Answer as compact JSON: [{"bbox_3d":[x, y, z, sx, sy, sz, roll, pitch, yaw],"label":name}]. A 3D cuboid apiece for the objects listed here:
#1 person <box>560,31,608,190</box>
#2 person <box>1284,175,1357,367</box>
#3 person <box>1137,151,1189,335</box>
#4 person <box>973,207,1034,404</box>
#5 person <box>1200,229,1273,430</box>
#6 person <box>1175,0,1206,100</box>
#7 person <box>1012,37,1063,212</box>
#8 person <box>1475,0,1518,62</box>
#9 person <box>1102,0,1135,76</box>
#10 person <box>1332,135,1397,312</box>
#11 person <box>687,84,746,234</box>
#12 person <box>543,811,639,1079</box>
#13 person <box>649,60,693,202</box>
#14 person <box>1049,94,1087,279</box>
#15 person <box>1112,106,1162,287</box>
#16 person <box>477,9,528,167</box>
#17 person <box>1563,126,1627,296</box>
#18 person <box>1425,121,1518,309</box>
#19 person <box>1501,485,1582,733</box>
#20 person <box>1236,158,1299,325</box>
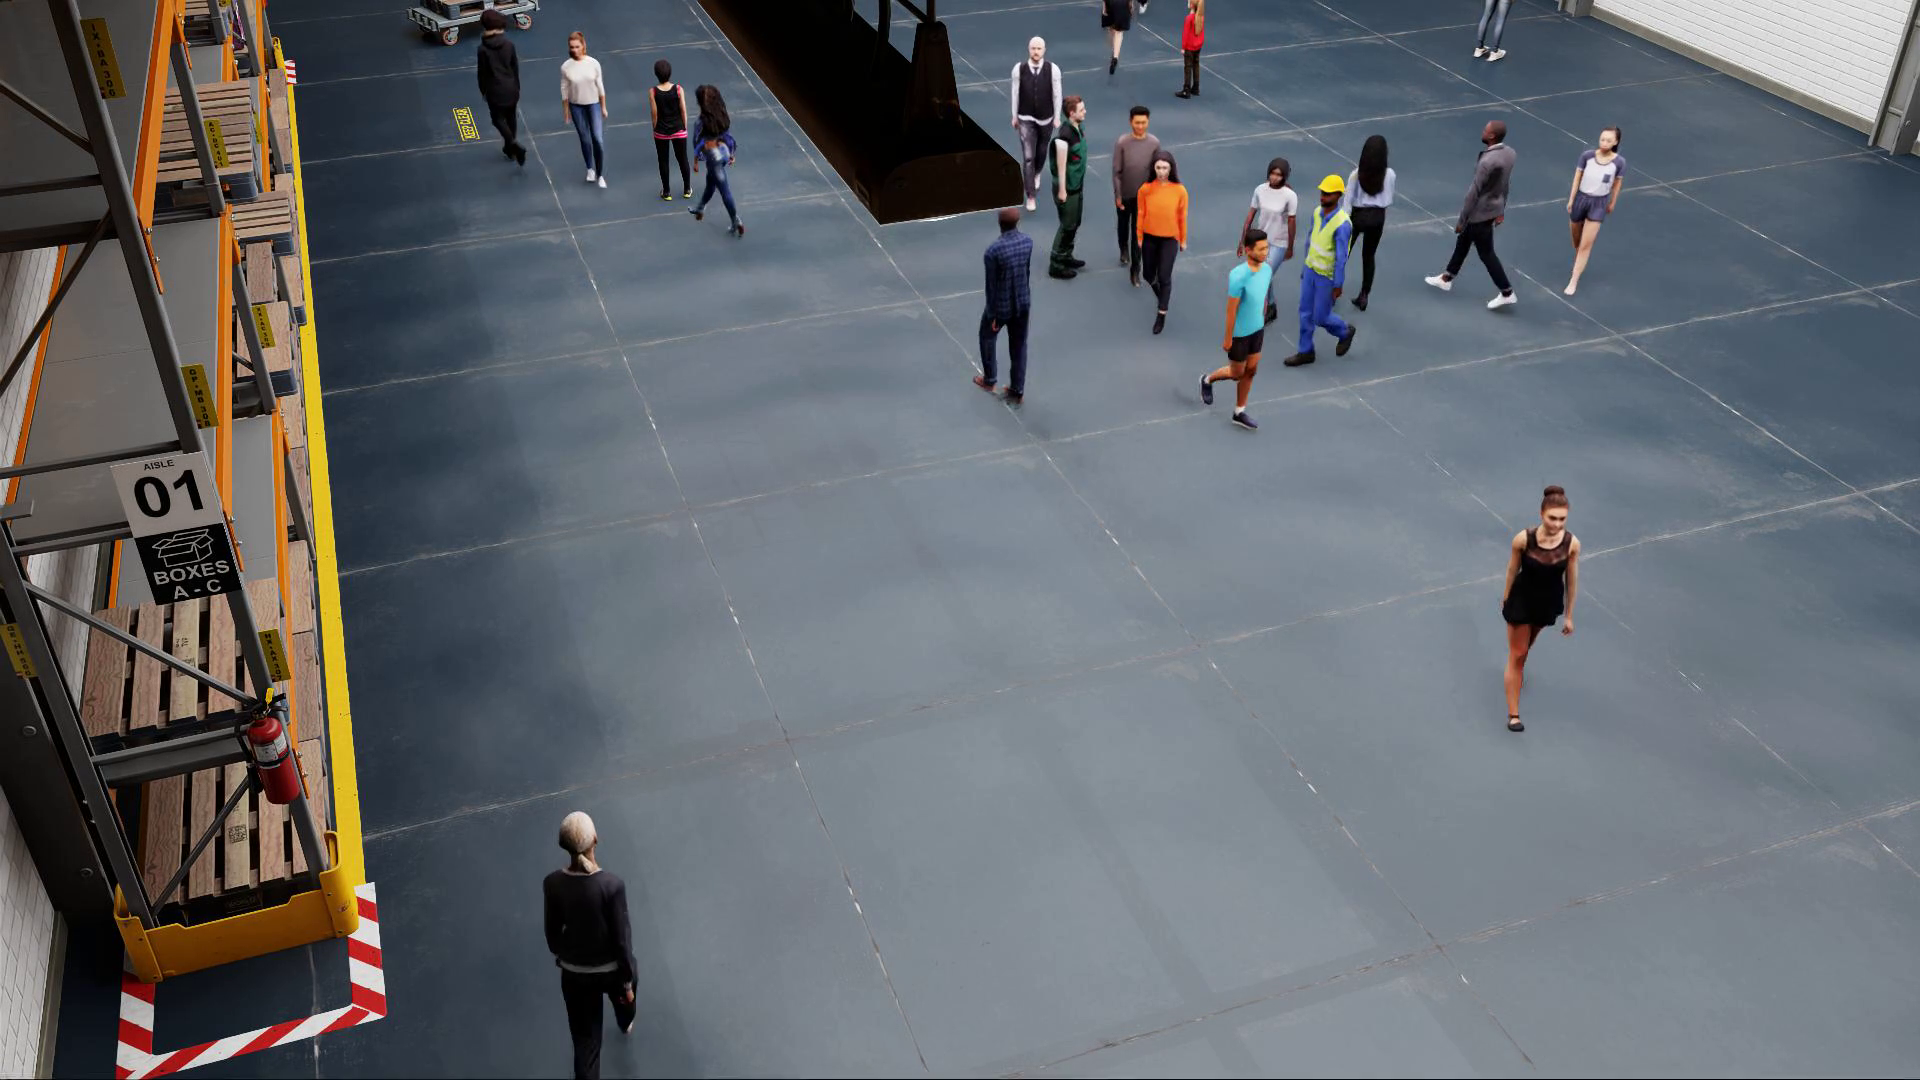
[{"bbox_3d":[-4.188,-4.835,18.608,0.721,1.702,0.880,-5,34,-7],"label":"person"},{"bbox_3d":[3.307,-2.398,14.853,0.754,1.801,0.837,-14,36,-20],"label":"person"},{"bbox_3d":[1.883,-2.840,15.584,0.971,1.727,1.094,8,34,11],"label":"person"},{"bbox_3d":[0.468,-1.996,14.248,0.722,1.800,0.846,-16,37,-23],"label":"person"},{"bbox_3d":[2.318,-1.784,13.965,0.804,1.760,0.968,-25,41,-32],"label":"person"},{"bbox_3d":[2.958,-6.294,21.183,0.593,1.281,0.565,27,42,34],"label":"person"},{"bbox_3d":[0.840,-4.589,18.171,0.988,1.776,1.307,1,34,1],"label":"person"},{"bbox_3d":[7.267,-7.429,22.377,0.797,1.850,0.656,-26,42,-34],"label":"person"},{"bbox_3d":[2.066,-6.934,21.755,0.954,1.715,1.223,5,34,7],"label":"person"},{"bbox_3d":[3.888,-2.976,15.777,0.738,1.739,0.727,-3,34,-5],"label":"person"},{"bbox_3d":[-2.486,-3.951,17.383,1.087,1.585,0.997,19,38,26],"label":"person"},{"bbox_3d":[-1.775,2.164,8.116,0.867,1.660,1.223,1,34,2],"label":"person"},{"bbox_3d":[-3.185,-4.508,18.251,0.543,1.553,0.513,-9,35,-14],"label":"person"},{"bbox_3d":[1.072,-3.522,16.513,0.805,1.835,0.716,10,35,15],"label":"person"},{"bbox_3d":[1.699,-3.471,16.534,1.193,1.727,0.916,-10,35,-15],"label":"person"},{"bbox_3d":[-5.209,-5.128,18.998,0.800,1.758,1.118,-20,39,-27],"label":"person"},{"bbox_3d":[6.200,-3.283,16.354,1.068,1.612,1.037,21,39,28],"label":"person"},{"bbox_3d":[5.089,-3.061,15.871,1.323,1.777,1.128,23,40,30],"label":"person"},{"bbox_3d":[3.748,0.361,10.857,0.935,1.628,1.193,4,34,6],"label":"person"},{"bbox_3d":[2.937,-2.757,15.487,0.960,1.696,0.913,27,42,34],"label":"person"}]
